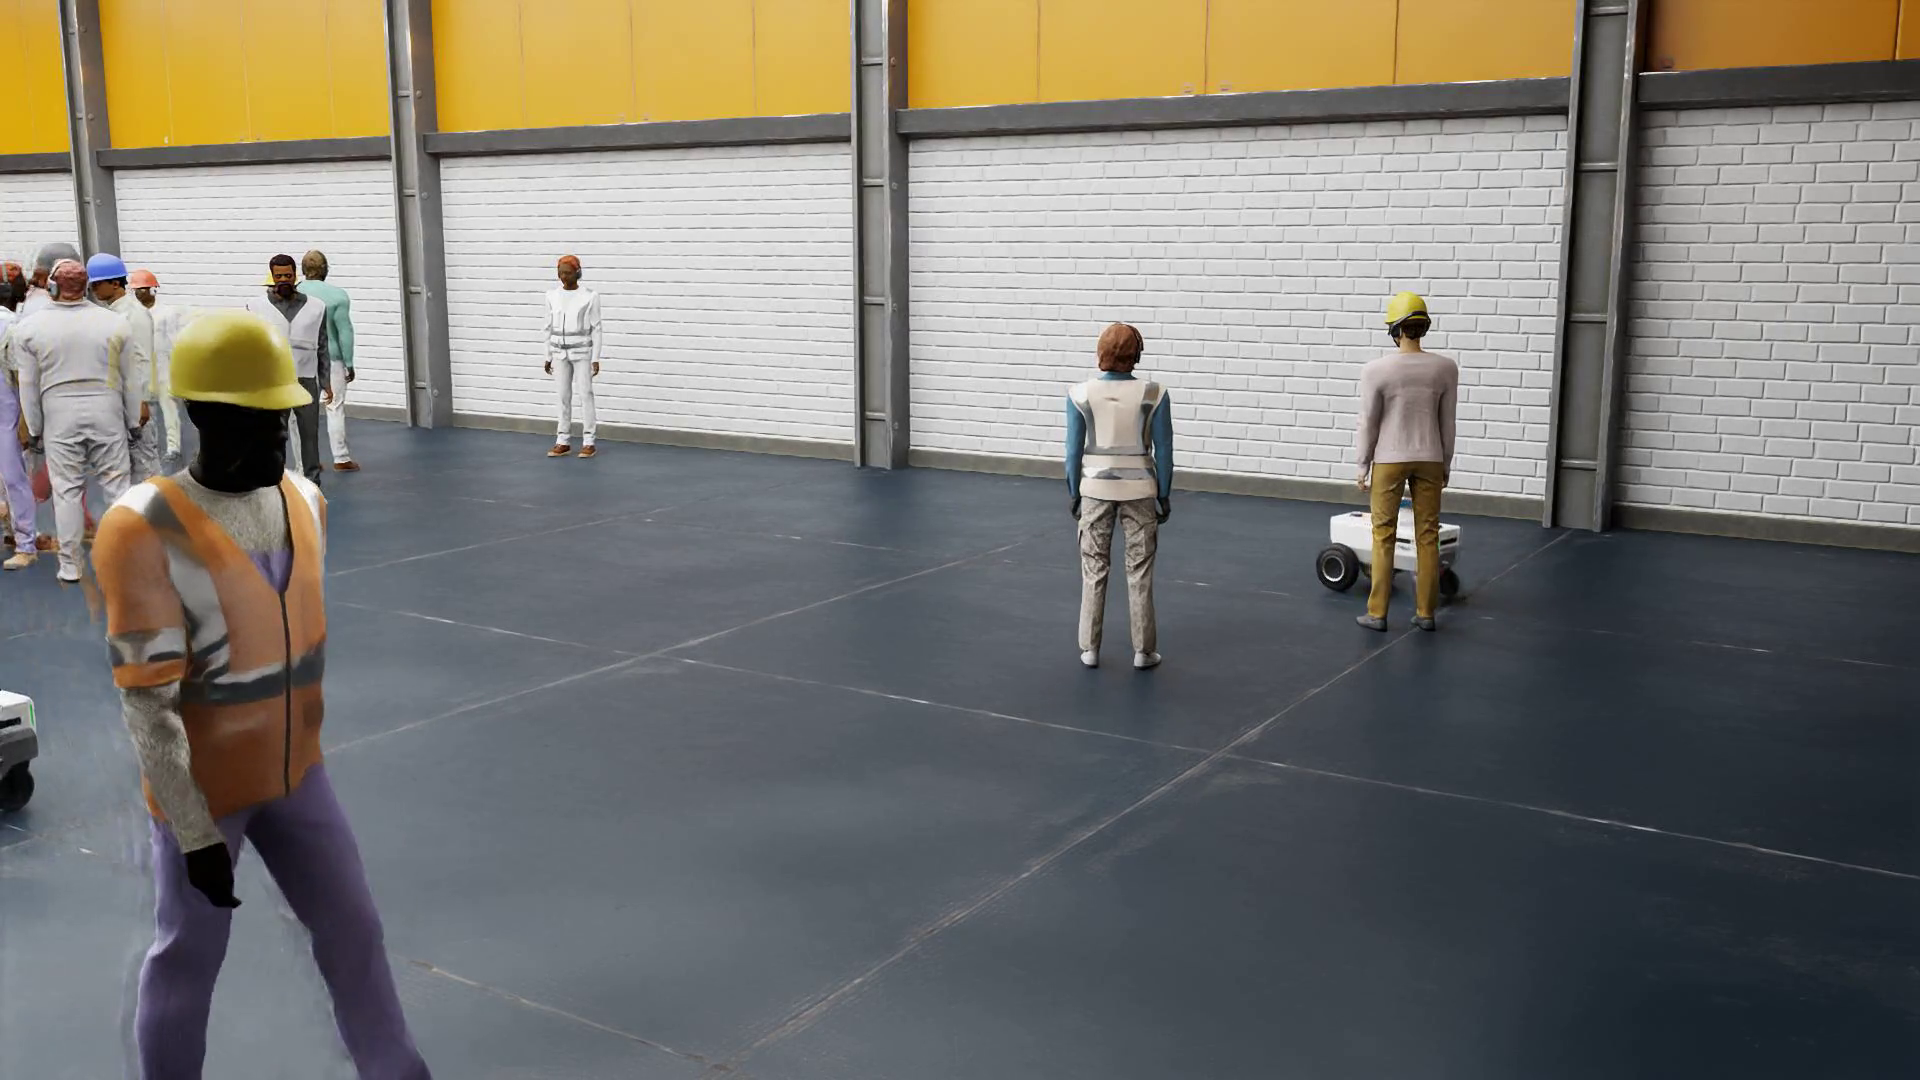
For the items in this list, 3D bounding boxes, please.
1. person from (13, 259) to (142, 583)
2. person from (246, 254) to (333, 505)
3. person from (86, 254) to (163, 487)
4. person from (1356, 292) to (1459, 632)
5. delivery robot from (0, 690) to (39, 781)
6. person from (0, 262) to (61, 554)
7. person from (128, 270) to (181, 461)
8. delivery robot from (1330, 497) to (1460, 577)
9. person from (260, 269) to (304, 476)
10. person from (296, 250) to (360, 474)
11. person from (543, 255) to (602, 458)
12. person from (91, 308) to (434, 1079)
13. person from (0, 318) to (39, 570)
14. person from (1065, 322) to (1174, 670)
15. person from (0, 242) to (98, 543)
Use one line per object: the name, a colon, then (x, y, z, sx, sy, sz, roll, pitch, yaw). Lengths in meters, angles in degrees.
person: (-5.206, -0.701, 9.876, 0.643, 1.913, 0.411, -6, 12, -30)
person: (-5.079, -1.199, 12.616, 0.596, 1.916, 0.372, -6, 12, -29)
person: (-5.668, -0.966, 11.296, 0.619, 1.932, 0.420, 8, 13, 38)
person: (2.296, -0.395, 8.609, 0.524, 1.761, 0.339, -1, 10, -4)
delivery robot: (-3.632, 0.642, 5.932, 0.707, 0.478, 0.477, 6, 12, 31)
person: (-6.117, -0.850, 10.777, 0.353, 1.883, 0.573, -9, 13, -40)
person: (-7.422, -1.595, 15.266, 0.560, 1.751, 0.326, 2, 10, 13)
delivery robot: (2.490, -0.009, 9.537, 0.477, 0.478, 0.707, -9, 14, -42)
person: (-5.404, -1.302, 13.420, 0.404, 1.830, 0.600, -4, 11, -23)
person: (-5.554, -1.535, 14.420, 0.630, 1.938, 0.369, 1, 10, 4)
person: (-3.615, -1.704, 15.507, 0.573, 1.884, 0.354, 3, 11, 14)
person: (-1.381, 0.483, 3.393, 0.969, 1.879, 0.604, 4, 11, 22)
person: (-5.956, -0.725, 10.226, 0.506, 1.840, 0.342, 1, 10, 6)
person: (0.747, -0.195, 7.825, 0.511, 1.641, 0.307, 2, 10, 12)
person: (-5.930, -0.949, 10.888, 0.671, 2.000, 0.698, -5, 11, -27)
